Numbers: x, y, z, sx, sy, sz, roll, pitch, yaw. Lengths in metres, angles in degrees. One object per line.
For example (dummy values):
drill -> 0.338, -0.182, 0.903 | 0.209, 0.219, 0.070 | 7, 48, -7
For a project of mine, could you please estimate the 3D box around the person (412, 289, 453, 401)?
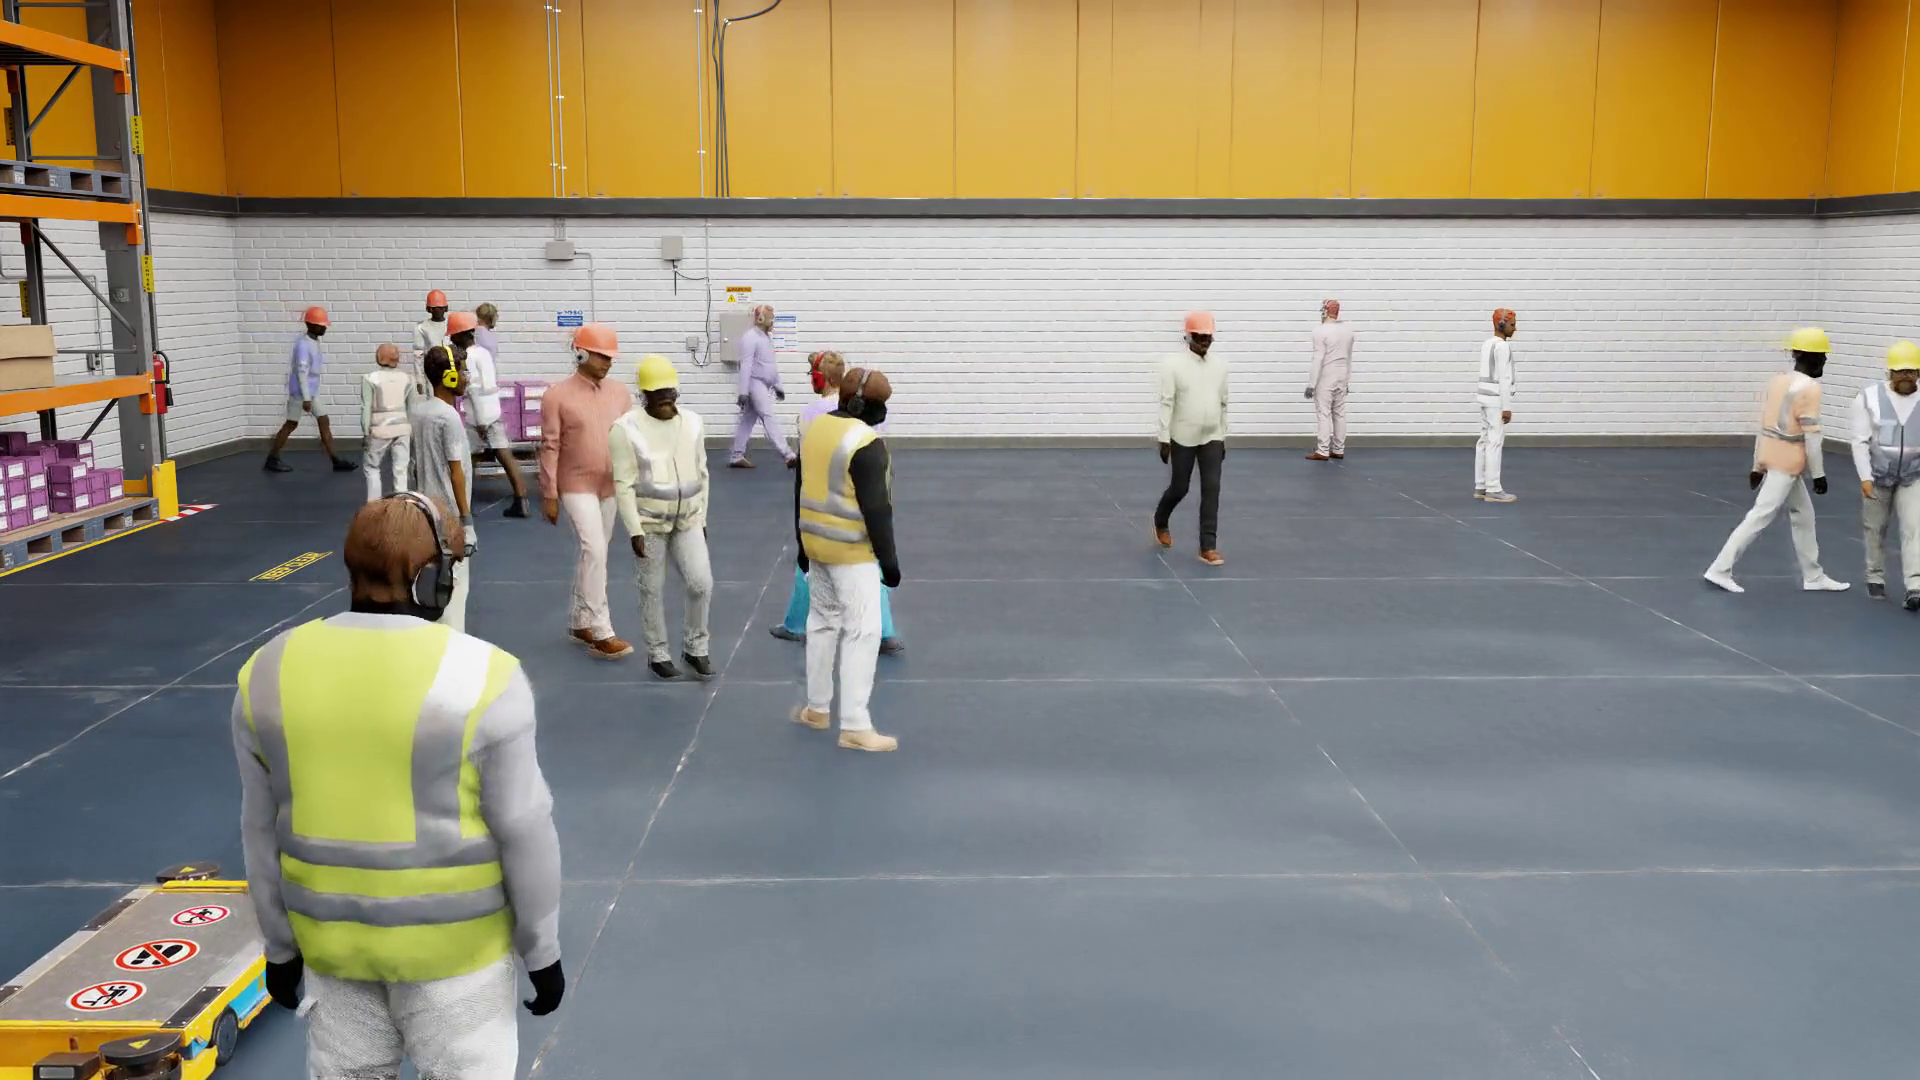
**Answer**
person -> -6.097, -1.925, 19.573 | 0.618, 2.028, 0.409 | -5, 10, -27

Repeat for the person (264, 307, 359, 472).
person -> -7.290, -1.658, 18.476 | 1.025, 1.860, 0.586 | 0, 9, 2

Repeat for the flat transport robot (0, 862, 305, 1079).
flat transport robot -> -2.403, 1.316, 5.056 | 0.652, 0.197, 1.431 | 0, 9, 1

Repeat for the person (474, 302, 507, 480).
person -> -5.199, -1.588, 17.831 | 0.589, 1.916, 0.656 | -8, 12, -41

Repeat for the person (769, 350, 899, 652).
person -> -0.734, -0.228, 9.883 | 0.572, 1.798, 0.985 | -9, 13, -43

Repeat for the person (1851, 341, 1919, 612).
person -> 6.245, -0.421, 11.070 | 0.592, 1.776, 0.949 | 4, 10, 21

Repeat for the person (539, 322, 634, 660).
person -> -2.077, -0.285, 9.755 | 0.870, 1.948, 0.604 | 7, 12, 37

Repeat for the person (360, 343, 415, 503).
person -> -5.033, -0.916, 14.599 | 0.564, 1.613, 0.540 | 9, 13, 44

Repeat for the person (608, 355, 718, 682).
person -> -1.581, -0.097, 9.020 | 0.602, 1.807, 0.569 | -6, 11, -35

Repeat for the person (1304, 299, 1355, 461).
person -> 4.358, -1.891, 19.720 | 0.701, 1.905, 0.401 | -7, 12, -36

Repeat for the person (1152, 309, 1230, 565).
person -> 1.794, -0.819, 12.980 | 0.625, 1.966, 0.859 | -3, 10, -19

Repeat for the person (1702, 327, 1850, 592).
person -> 5.715, -0.545, 11.587 | 1.001, 1.876, 0.579 | 1, 9, 8

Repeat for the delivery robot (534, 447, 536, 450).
delivery robot -> -4.183, -0.954, 17.817 | 0.707, 0.478, 0.477 | 1, 9, 7

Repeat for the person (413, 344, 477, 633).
person -> -2.739, -0.113, 8.941 | 0.313, 1.866, 0.538 | -8, 12, -39

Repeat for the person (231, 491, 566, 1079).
person -> -1.125, 0.821, 3.404 | 0.645, 1.829, 0.440 | 2, 9, 11

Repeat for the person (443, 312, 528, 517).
person -> -4.392, -1.121, 15.111 | 1.002, 1.868, 0.572 | 2, 9, 12

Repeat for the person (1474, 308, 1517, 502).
person -> 5.250, -1.319, 16.274 | 0.355, 1.886, 0.572 | 0, 9, -3

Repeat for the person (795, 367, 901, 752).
person -> -0.576, 0.071, 8.033 | 0.433, 1.813, 0.765 | -6, 11, -33

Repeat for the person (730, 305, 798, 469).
person -> -2.177, -1.712, 18.788 | 0.995, 1.846, 0.647 | 1, 9, 7
